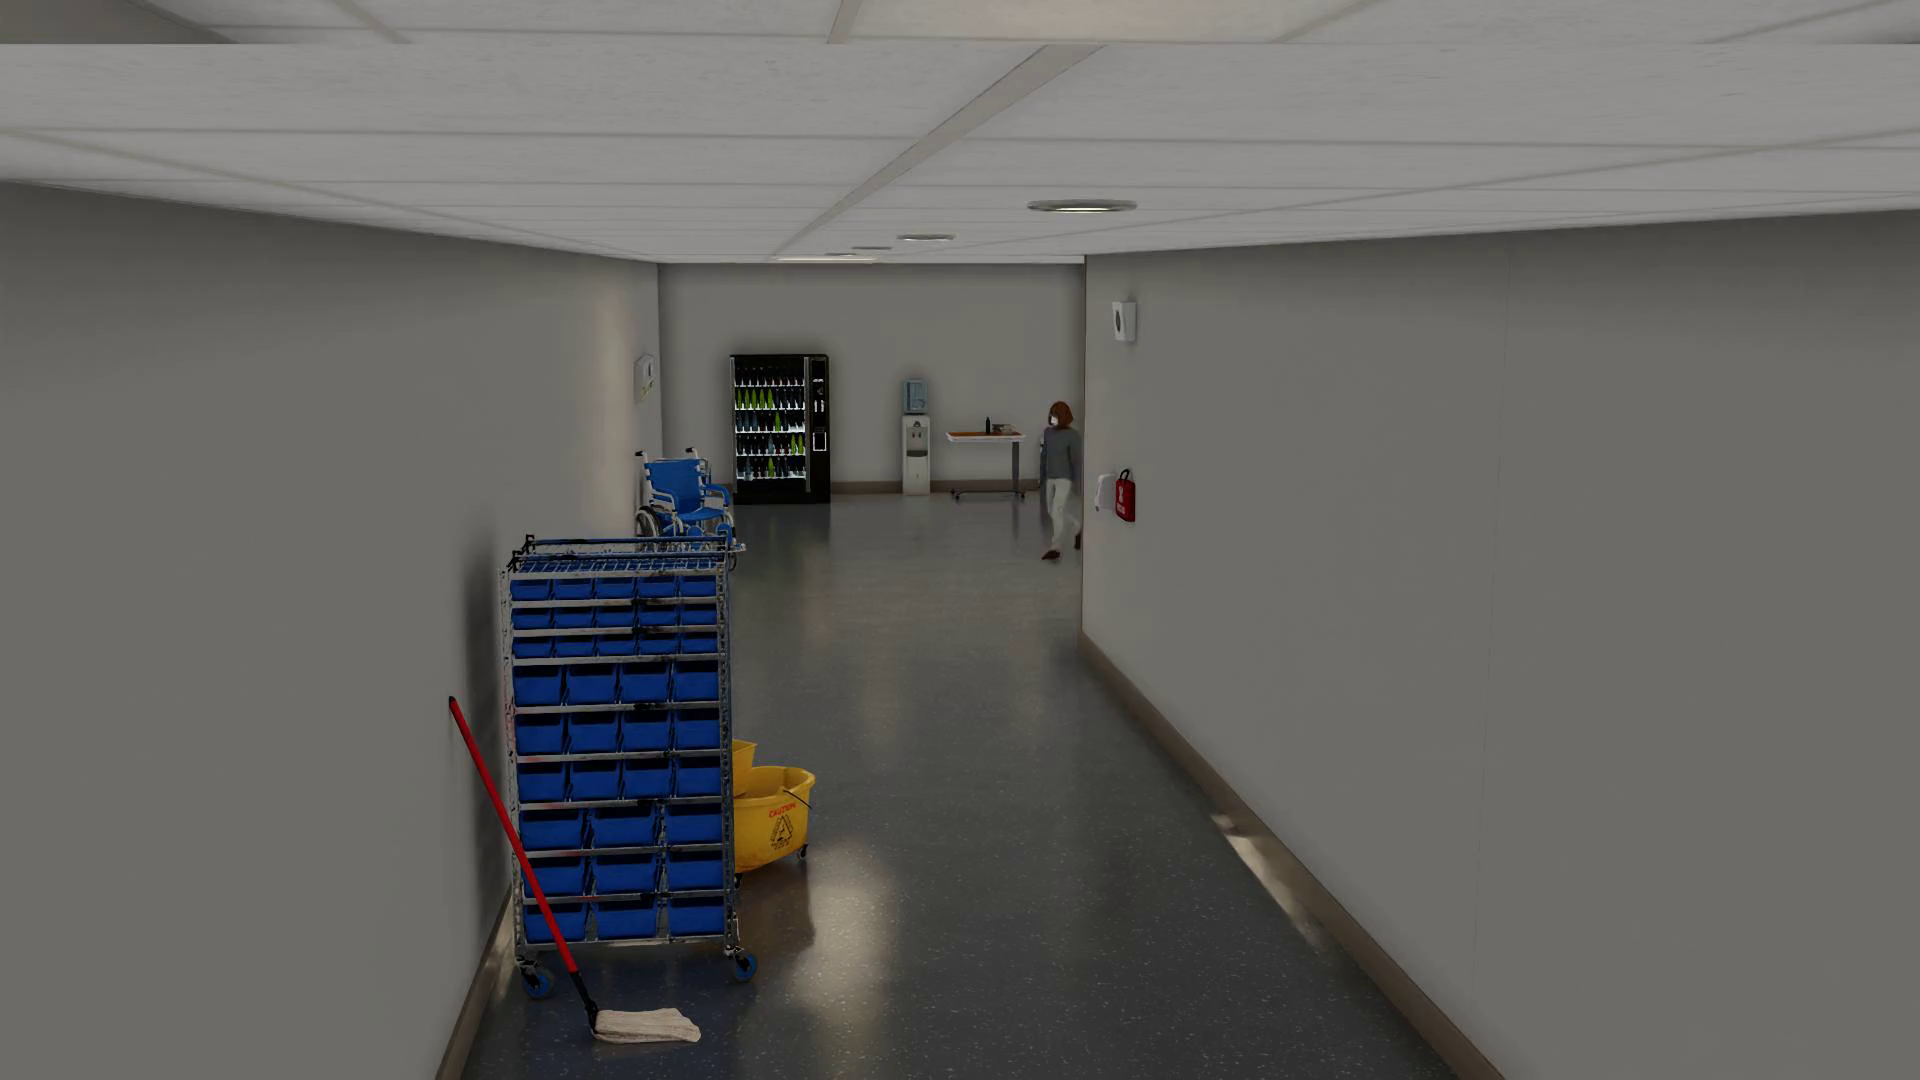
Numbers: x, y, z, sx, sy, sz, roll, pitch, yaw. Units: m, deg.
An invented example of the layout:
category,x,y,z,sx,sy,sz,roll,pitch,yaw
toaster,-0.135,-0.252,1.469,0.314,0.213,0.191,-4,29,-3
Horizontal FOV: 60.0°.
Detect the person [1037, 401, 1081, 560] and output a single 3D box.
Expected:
category,x,y,z,sx,sy,sz,roll,pitch,yaw
person,1.064,-0.622,16.928,0.660,1.611,0.504,-7,12,-38
